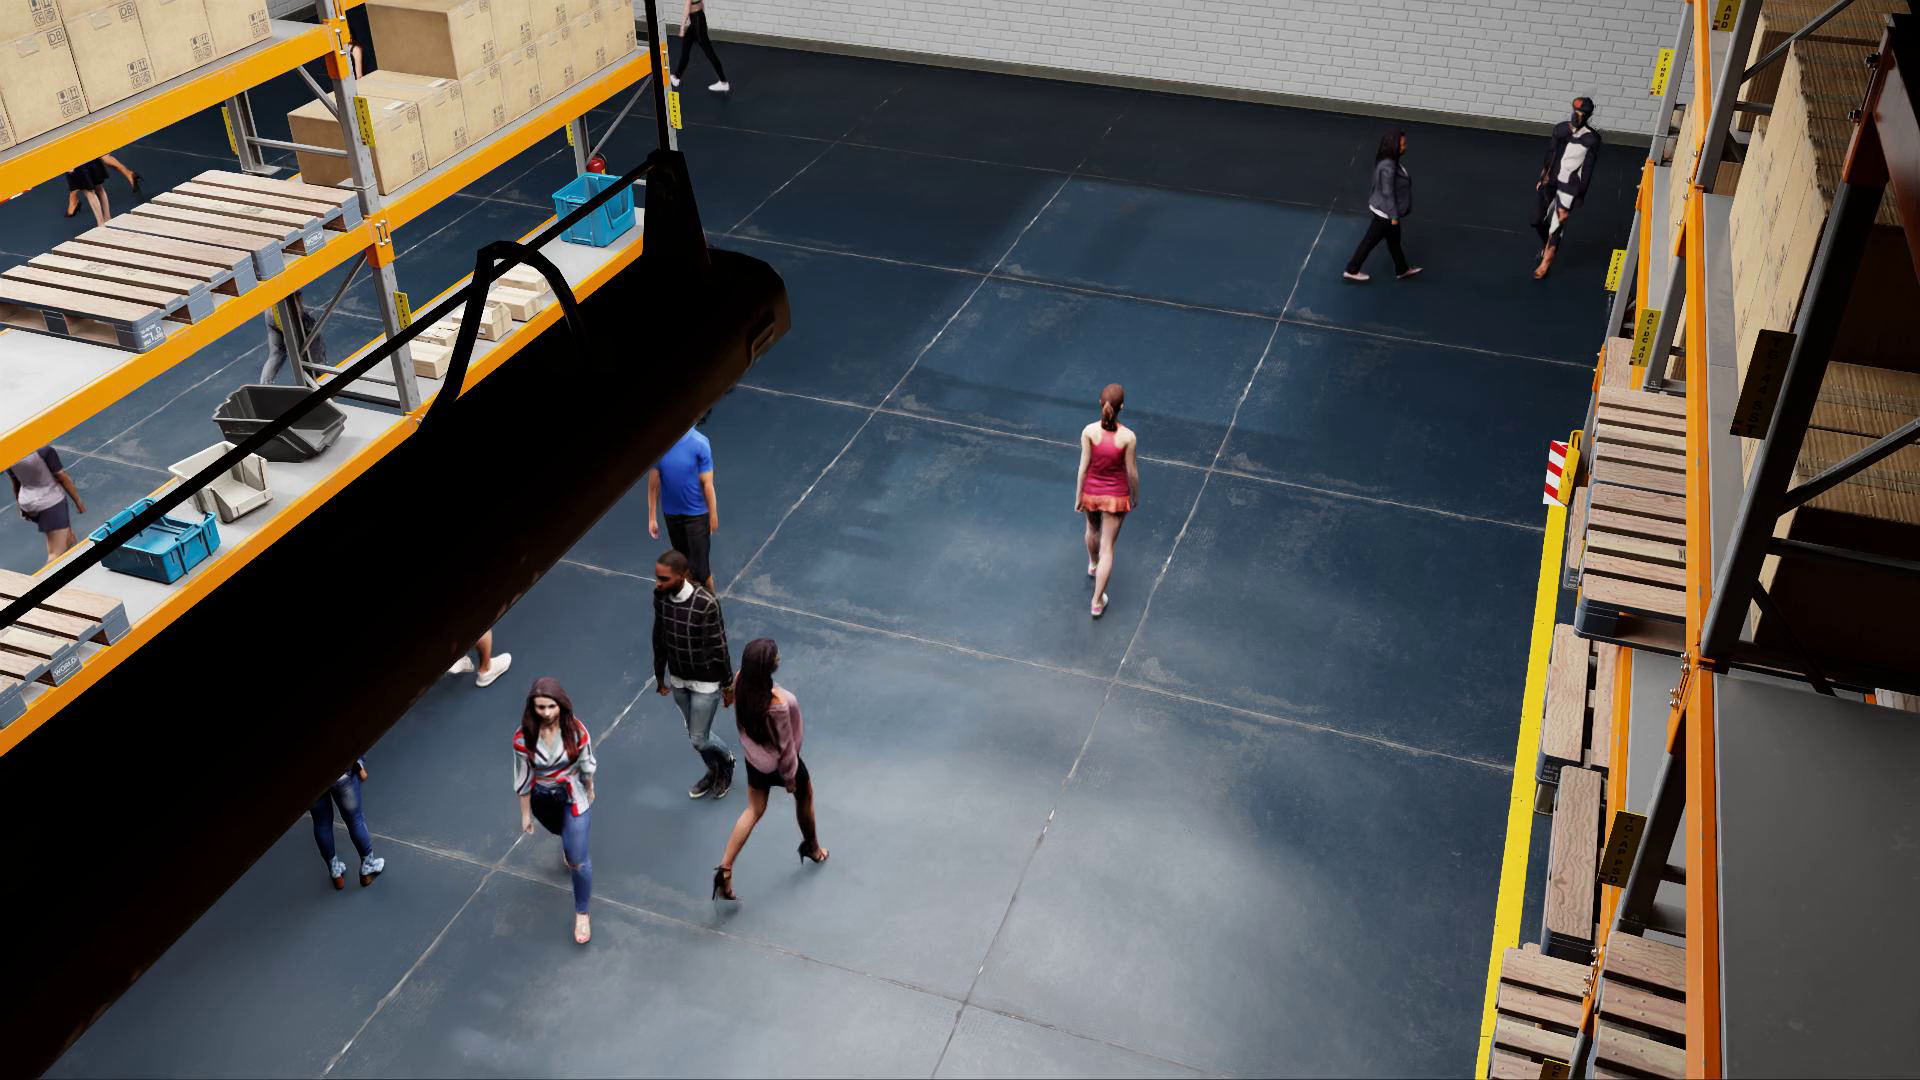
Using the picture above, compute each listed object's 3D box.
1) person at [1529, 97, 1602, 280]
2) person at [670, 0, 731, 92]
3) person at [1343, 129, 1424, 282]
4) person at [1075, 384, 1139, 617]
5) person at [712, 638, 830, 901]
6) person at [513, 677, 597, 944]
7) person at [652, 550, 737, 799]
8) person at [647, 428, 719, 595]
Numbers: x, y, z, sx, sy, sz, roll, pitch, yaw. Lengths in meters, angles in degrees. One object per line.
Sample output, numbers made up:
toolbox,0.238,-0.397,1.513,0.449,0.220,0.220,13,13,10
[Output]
person,6.044,-3.526,16.550,0.929,1.871,0.873,-24,41,-32
person,-3.253,-6.542,21.243,0.881,1.698,1.149,3,34,4
person,4.127,-3.260,16.430,0.846,1.561,1.003,6,34,8
person,1.002,-0.251,11.757,0.601,1.722,0.969,9,35,14
person,-1.132,1.311,9.357,0.896,1.777,1.142,25,41,33
person,-2.270,1.404,9.399,0.906,1.576,1.170,-3,34,-5
person,-1.549,0.776,10.137,0.751,1.804,0.718,18,38,25
person,-1.875,-0.243,11.627,0.592,1.853,0.624,11,35,16
